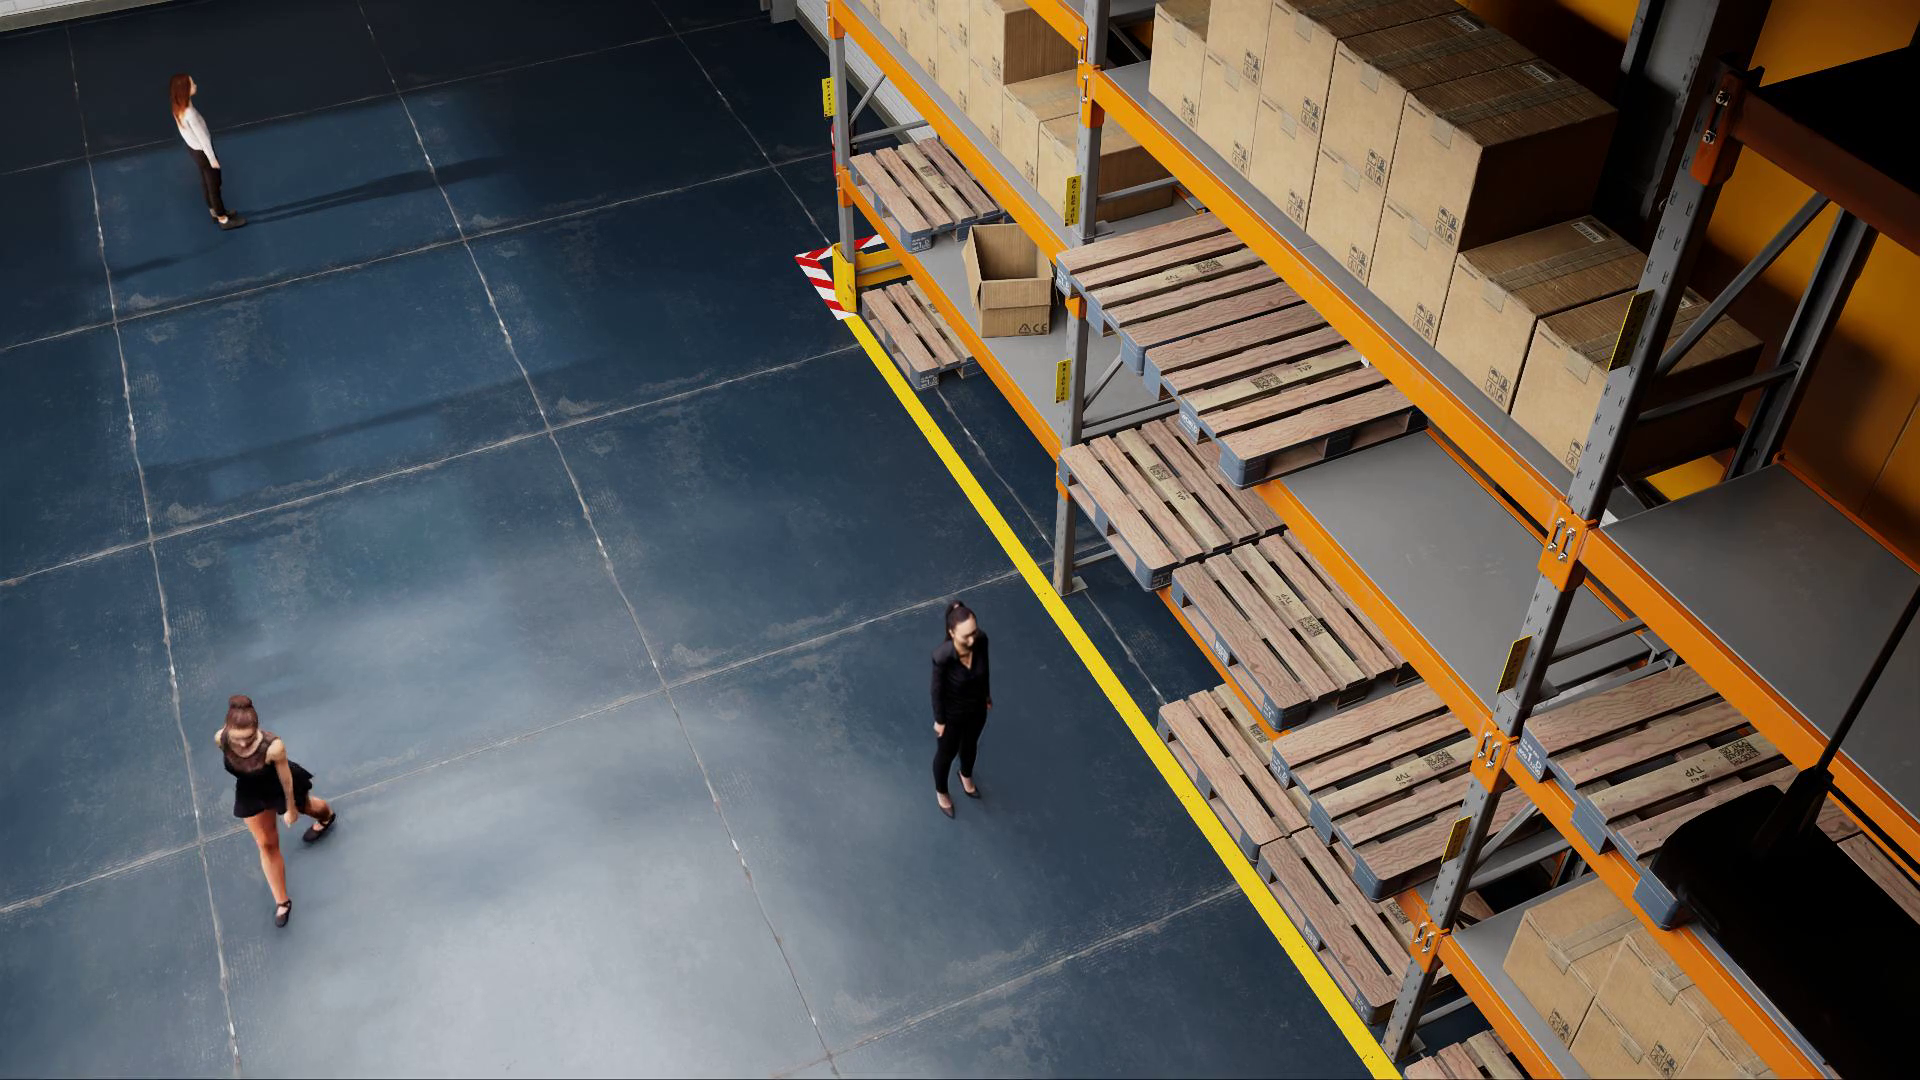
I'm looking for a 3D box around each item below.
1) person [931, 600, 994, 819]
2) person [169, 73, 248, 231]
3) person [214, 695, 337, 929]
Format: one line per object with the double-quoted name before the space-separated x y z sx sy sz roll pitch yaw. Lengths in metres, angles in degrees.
"person" 0.003 1.020 9.983 0.612 1.711 0.545 -27 50 -26
"person" -6.778 -3.468 14.859 0.656 1.484 0.497 -31 51 -28
"person" -3.970 1.395 9.656 1.006 1.620 1.194 9 44 9
